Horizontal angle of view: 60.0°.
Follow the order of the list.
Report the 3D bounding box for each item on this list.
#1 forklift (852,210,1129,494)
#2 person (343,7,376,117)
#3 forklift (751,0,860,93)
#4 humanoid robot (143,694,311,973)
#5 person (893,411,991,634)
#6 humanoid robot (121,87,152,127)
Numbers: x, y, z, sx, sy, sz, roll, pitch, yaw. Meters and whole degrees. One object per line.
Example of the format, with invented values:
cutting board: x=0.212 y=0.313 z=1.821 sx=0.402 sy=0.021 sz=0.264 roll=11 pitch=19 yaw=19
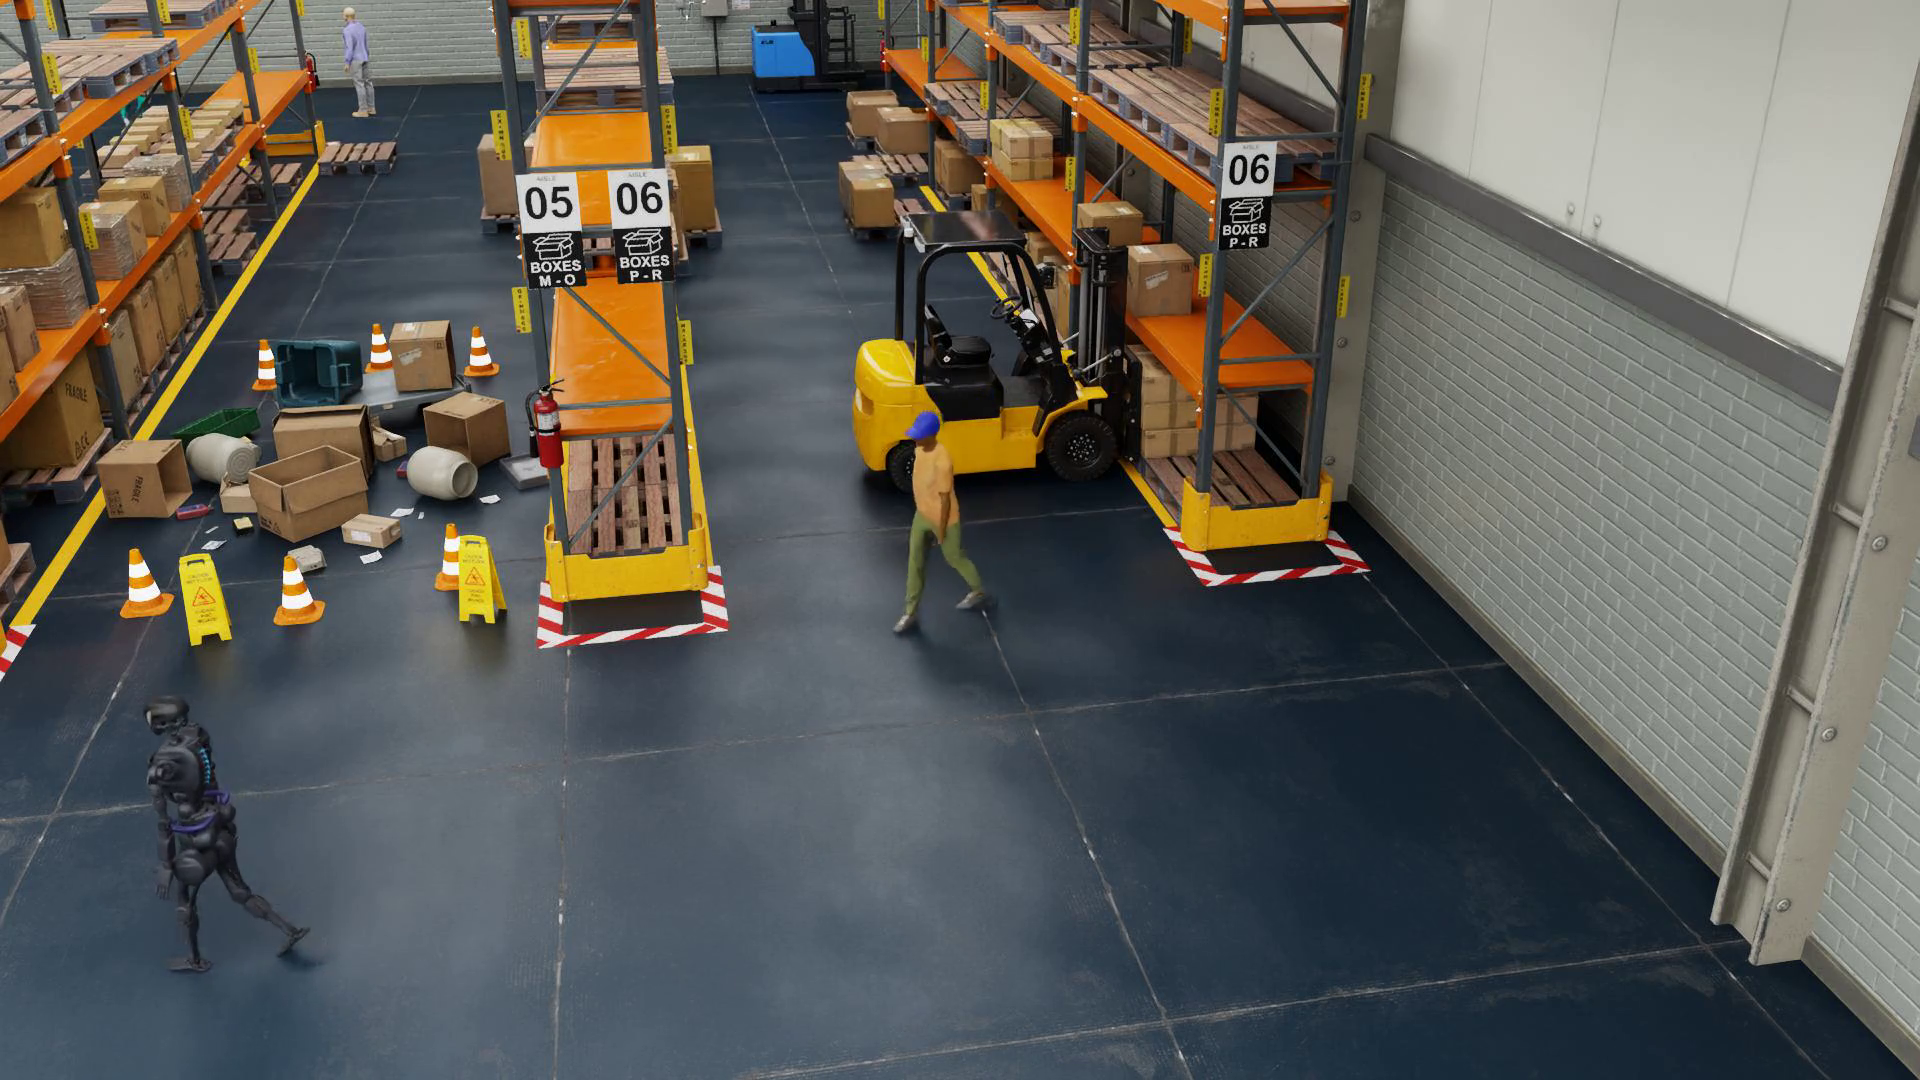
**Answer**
forklift: x=0.216 y=-1.659 z=14.366 sx=2.313 sy=2.155 sz=1.214 roll=-5 pitch=26 yaw=-10
person: x=-10.223 y=-8.118 z=28.270 sx=0.395 sy=1.799 sz=0.587 roll=7 pitch=27 yaw=15
forklift: x=-2.872 y=-9.679 z=30.288 sx=1.873 sy=2.768 sz=1.129 roll=-5 pitch=26 yaw=-10
humanoid robot: x=-3.807 y=1.499 z=8.428 sx=0.740 sy=1.641 sz=0.585 roll=1 pitch=26 yaw=2
person: x=-0.139 y=-0.179 z=11.873 sx=0.822 sy=1.671 sz=0.440 roll=-20 pitch=32 yaw=-35
humanoid robot: x=-12.966 y=-6.940 z=26.018 sx=0.553 sy=1.899 sz=0.741 roll=-22 pitch=34 yaw=-38
